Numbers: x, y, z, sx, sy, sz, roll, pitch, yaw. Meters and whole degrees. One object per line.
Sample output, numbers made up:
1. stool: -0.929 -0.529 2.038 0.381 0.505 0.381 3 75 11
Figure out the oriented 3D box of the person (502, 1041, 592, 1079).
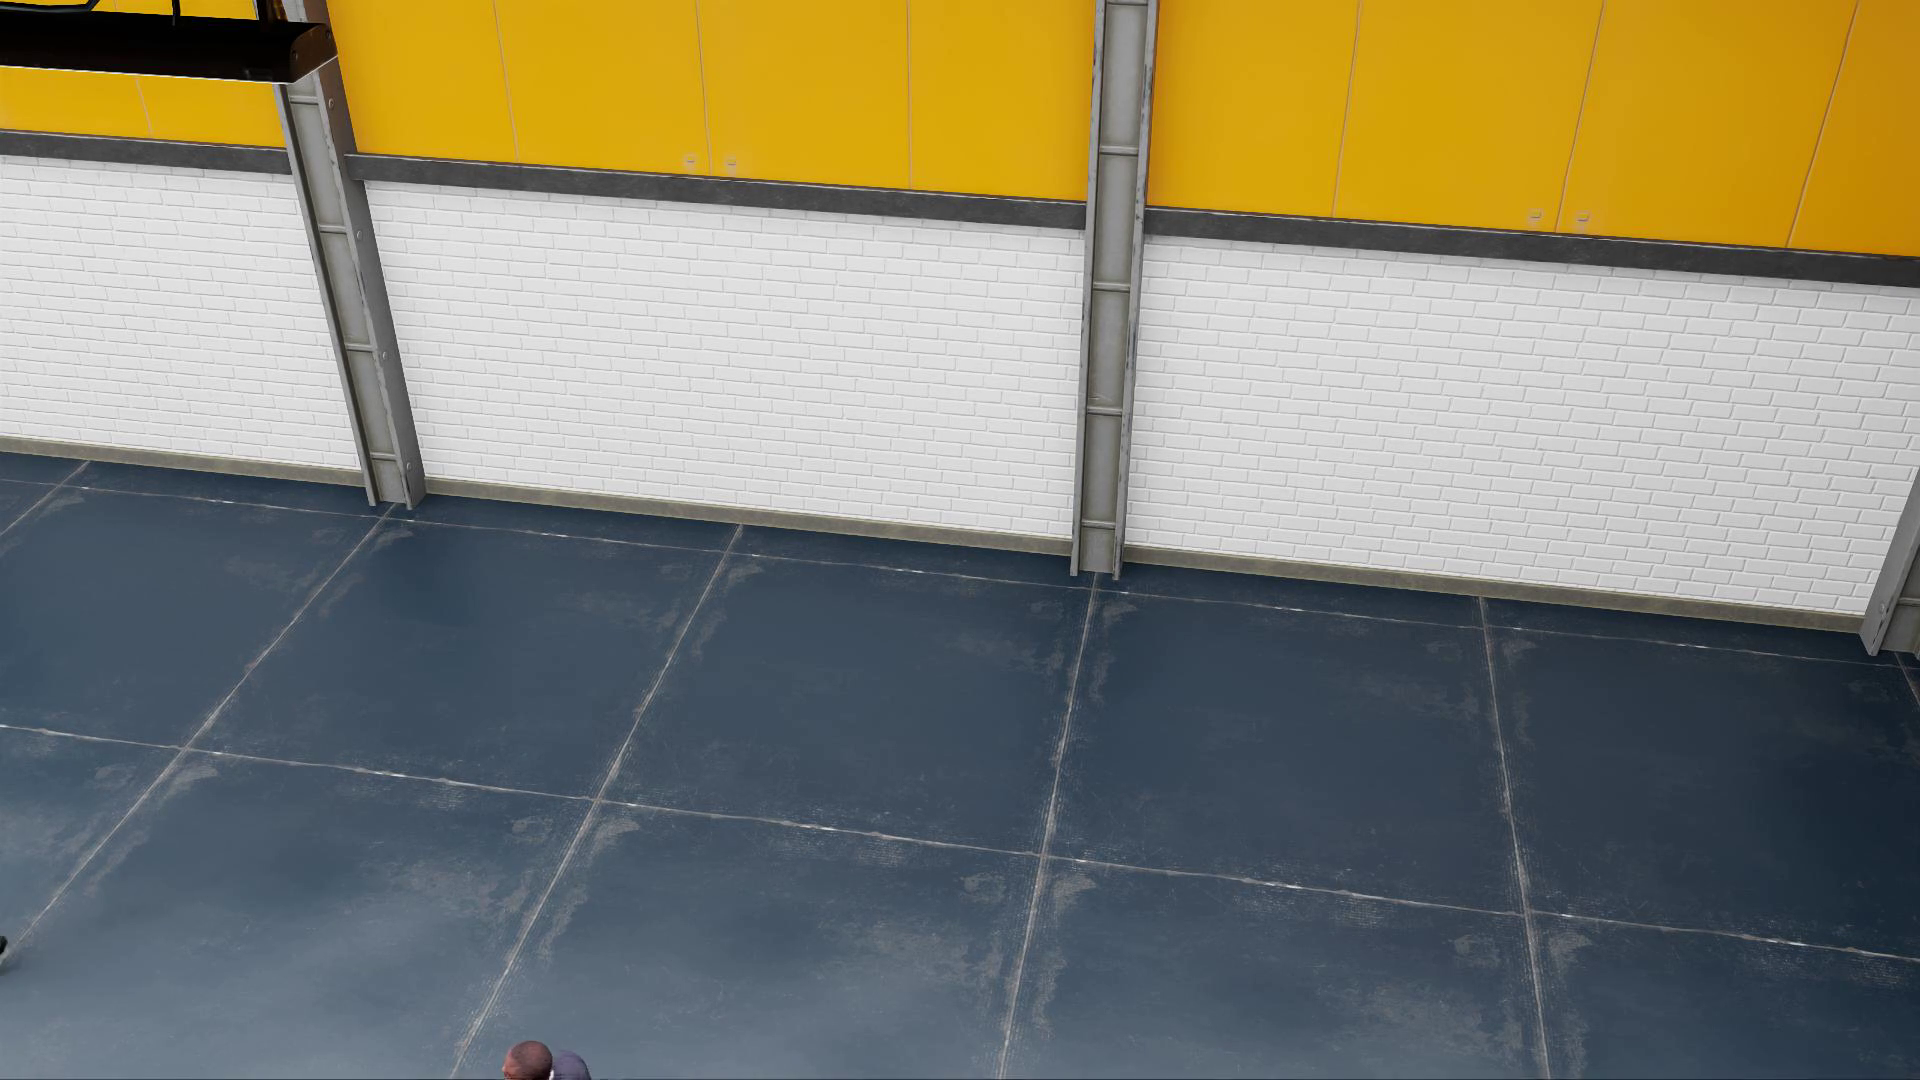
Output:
1. person: -1.725 2.927 7.674 1.221 1.796 0.764 10 35 14
